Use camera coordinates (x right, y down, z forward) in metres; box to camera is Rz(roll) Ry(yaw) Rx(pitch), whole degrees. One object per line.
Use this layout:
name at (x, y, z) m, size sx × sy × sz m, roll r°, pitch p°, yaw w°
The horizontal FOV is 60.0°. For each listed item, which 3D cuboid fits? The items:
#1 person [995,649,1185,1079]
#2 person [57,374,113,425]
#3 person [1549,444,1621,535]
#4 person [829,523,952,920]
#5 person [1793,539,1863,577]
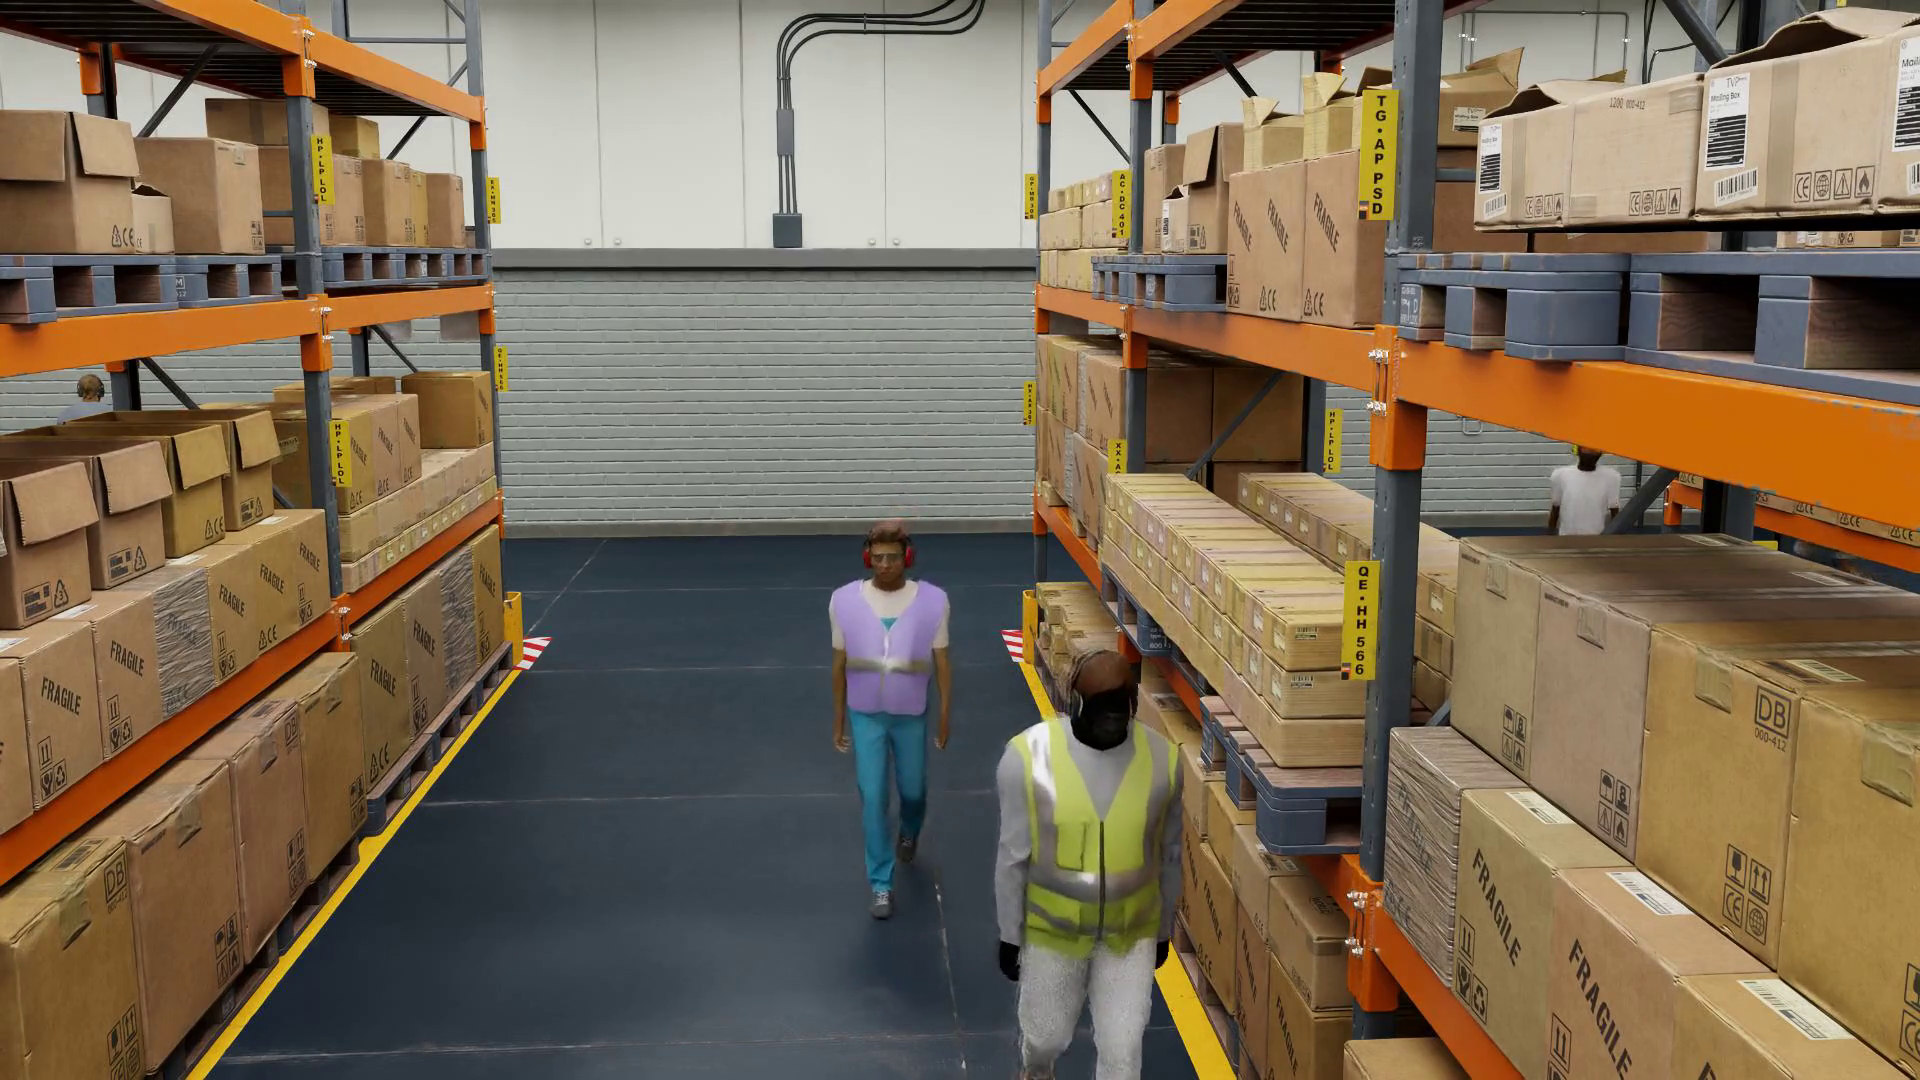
person at (0.414, 1.219, 5.411) m, size 0.631 × 1.822 × 0.737 m, roll -1°, pitch 10°, yaw -5°
person at (-8.219, -0.617, 15.875) m, size 0.632 × 1.940 × 0.372 m, roll -1°, pitch 10°, yaw -9°
person at (4.617, 0.049, 12.314) m, size 0.533 × 1.826 × 0.978 m, roll 2°, pitch 10°, yaw 12°
person at (-0.326, 0.801, 7.872) m, size 0.568 × 1.826 × 0.729 m, roll 0°, pitch 10°, yaw -1°
person at (6.991, -0.195, 13.241) m, size 0.638 × 1.996 × 0.940 m, roll -4°, pitch 10°, yaw -21°
